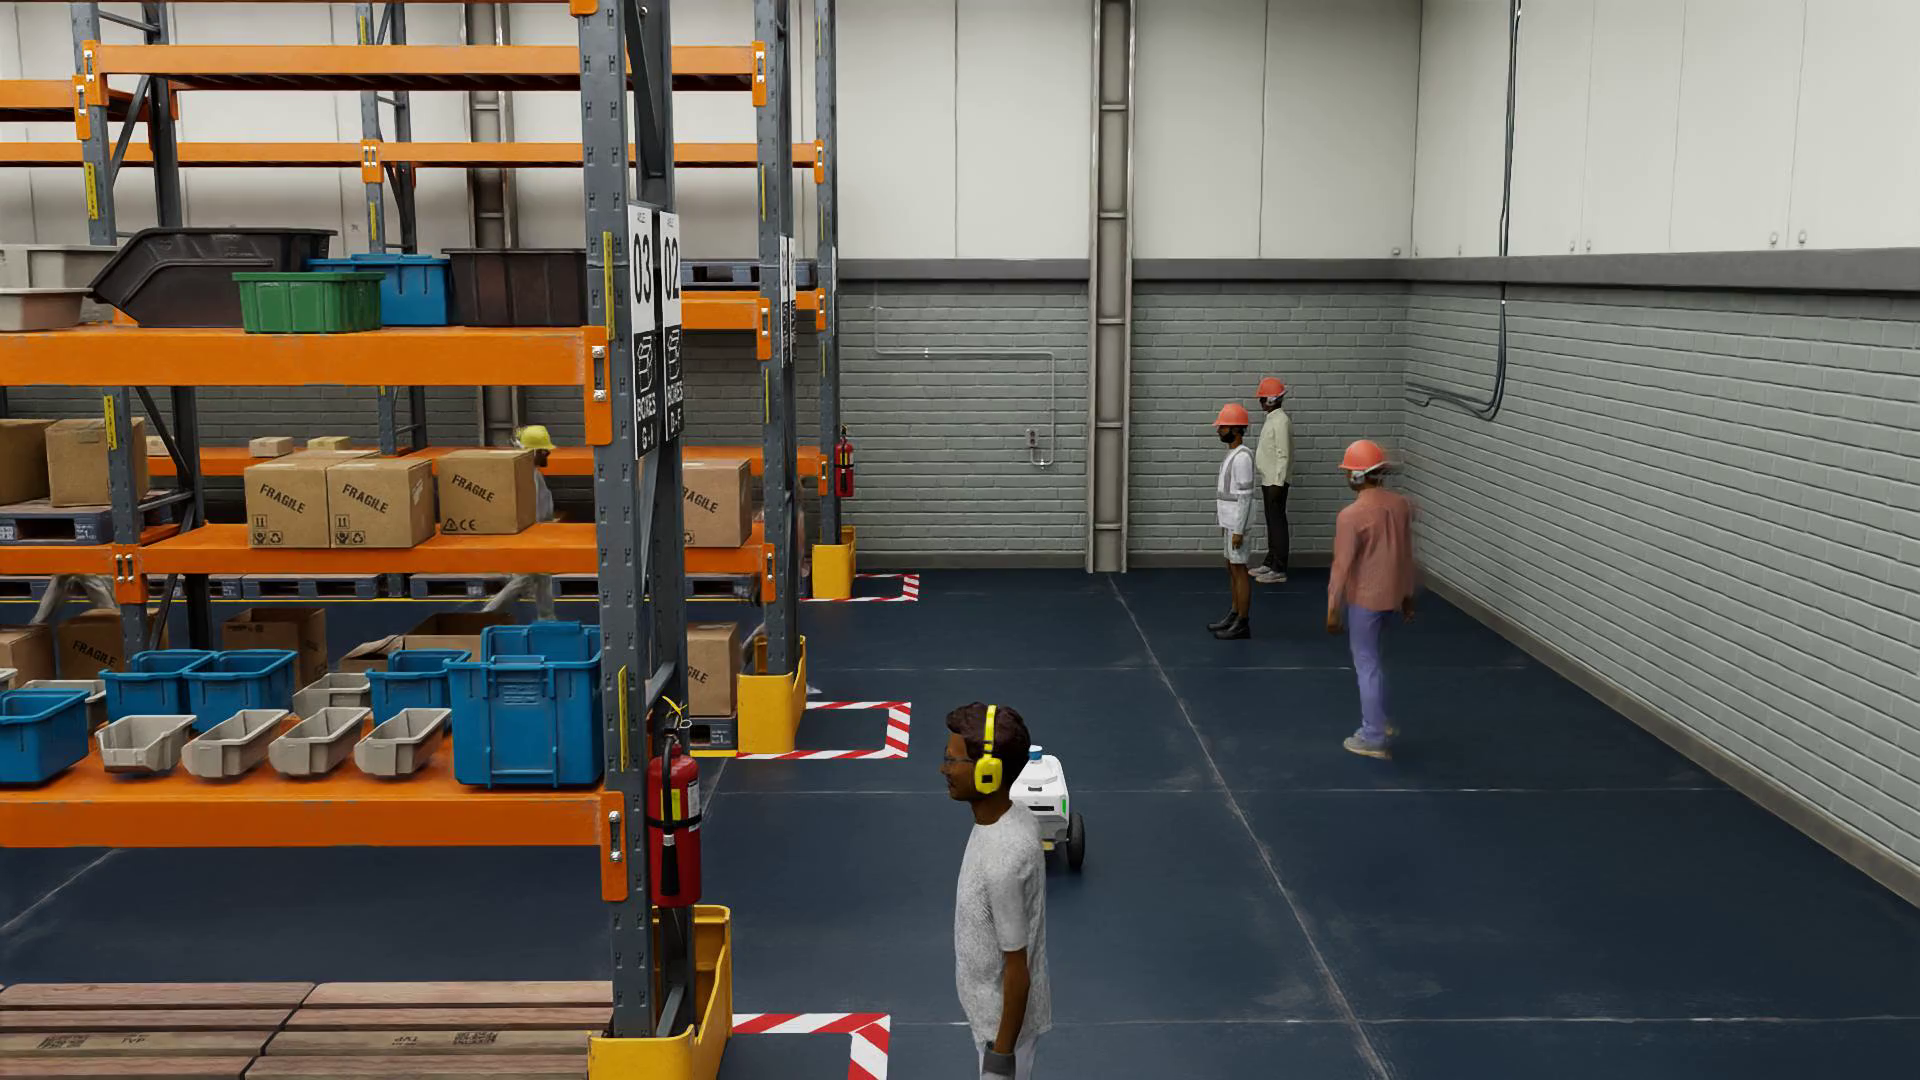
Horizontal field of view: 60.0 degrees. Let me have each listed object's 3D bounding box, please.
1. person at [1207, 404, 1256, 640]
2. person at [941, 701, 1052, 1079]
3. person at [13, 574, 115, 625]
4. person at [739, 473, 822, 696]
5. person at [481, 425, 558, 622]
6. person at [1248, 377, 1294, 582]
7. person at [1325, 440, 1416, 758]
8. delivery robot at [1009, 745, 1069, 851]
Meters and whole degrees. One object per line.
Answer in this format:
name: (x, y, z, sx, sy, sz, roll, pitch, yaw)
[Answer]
person: (2.237, -0.149, 13.648, 0.372, 1.939, 0.544, 0, 9, 1)
person: (0.087, 1.360, 4.608, 0.334, 1.873, 0.521, 0, 9, 1)
person: (-7.282, 0.047, 13.512, 0.873, 1.579, 0.518, -2, 10, -14)
person: (-1.358, 0.298, 11.950, 0.777, 1.601, 0.556, 4, 10, 23)
person: (-3.576, -0.036, 13.429, 0.812, 1.793, 0.628, -4, 10, -22)
person: (3.032, -0.582, 16.150, 0.392, 1.990, 0.611, 0, 9, 1)
person: (2.536, 0.364, 10.377, 0.657, 1.974, 0.520, -7, 12, -38)
delivery robot: (0.375, 1.312, 8.640, 0.477, 0.478, 0.707, 0, 9, -1)
